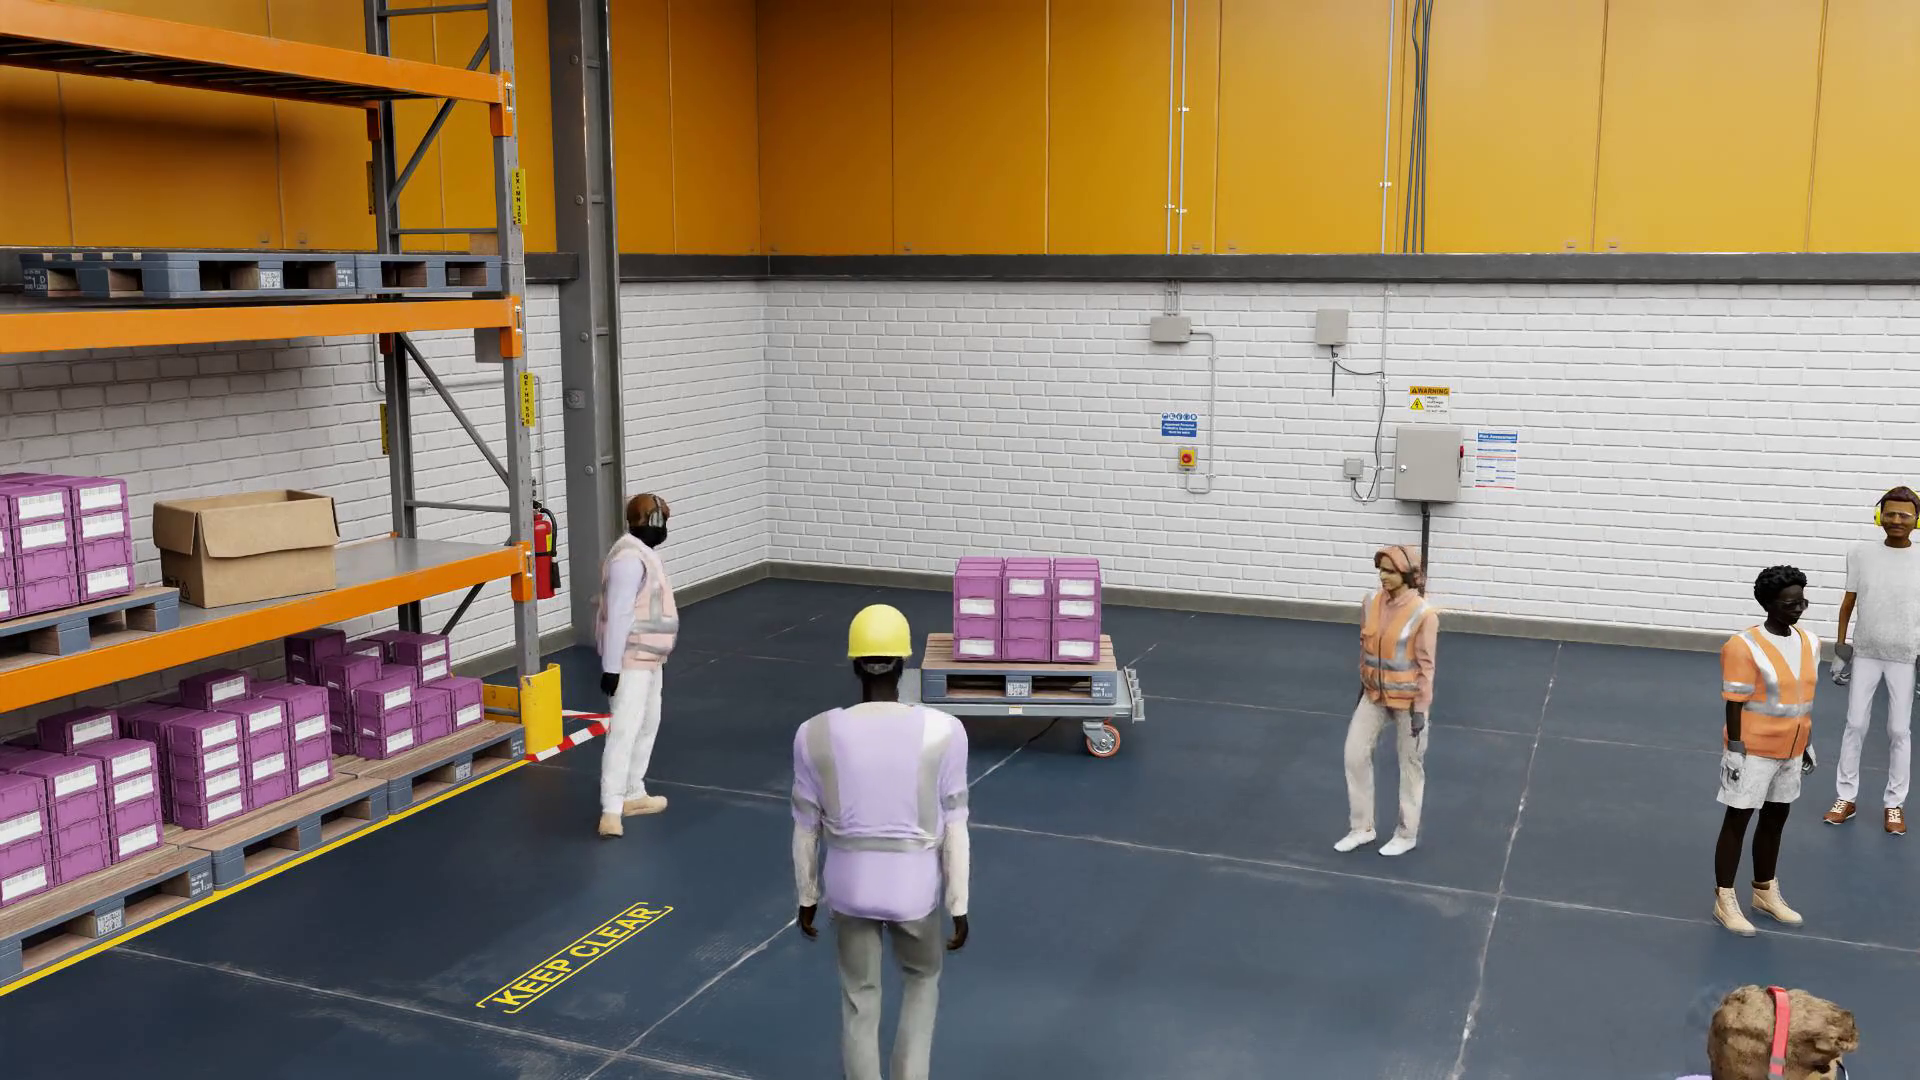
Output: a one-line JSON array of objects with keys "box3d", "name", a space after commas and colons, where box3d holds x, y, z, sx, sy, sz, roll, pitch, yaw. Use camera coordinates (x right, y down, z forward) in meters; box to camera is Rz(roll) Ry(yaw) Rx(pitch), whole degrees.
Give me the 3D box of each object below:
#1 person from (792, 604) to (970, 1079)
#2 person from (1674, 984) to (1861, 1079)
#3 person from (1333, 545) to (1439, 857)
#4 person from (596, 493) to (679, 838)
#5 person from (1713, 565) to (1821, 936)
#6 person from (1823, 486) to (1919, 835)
[{"box3d": [-0.264, 1.164, 5.606, 0.602, 1.909, 0.427, 0, 9, 3], "name": "person"}, {"box3d": [1.258, 1.643, 3.055, 0.889, 1.805, 0.575, 1, 9, 9], "name": "person"}, {"box3d": [2.151, 0.835, 8.454, 0.560, 1.620, 0.540, -6, 11, -33], "name": "person"}, {"box3d": [-1.754, 0.665, 8.992, 0.446, 1.803, 0.775, 0, 9, 2], "name": "person"}, {"box3d": [3.686, 0.947, 7.586, 0.535, 1.697, 0.318, -4, 10, -22], "name": "person"}, {"box3d": [4.969, 0.636, 8.933, 0.513, 1.876, 0.328, 7, 11, 35], "name": "person"}]
